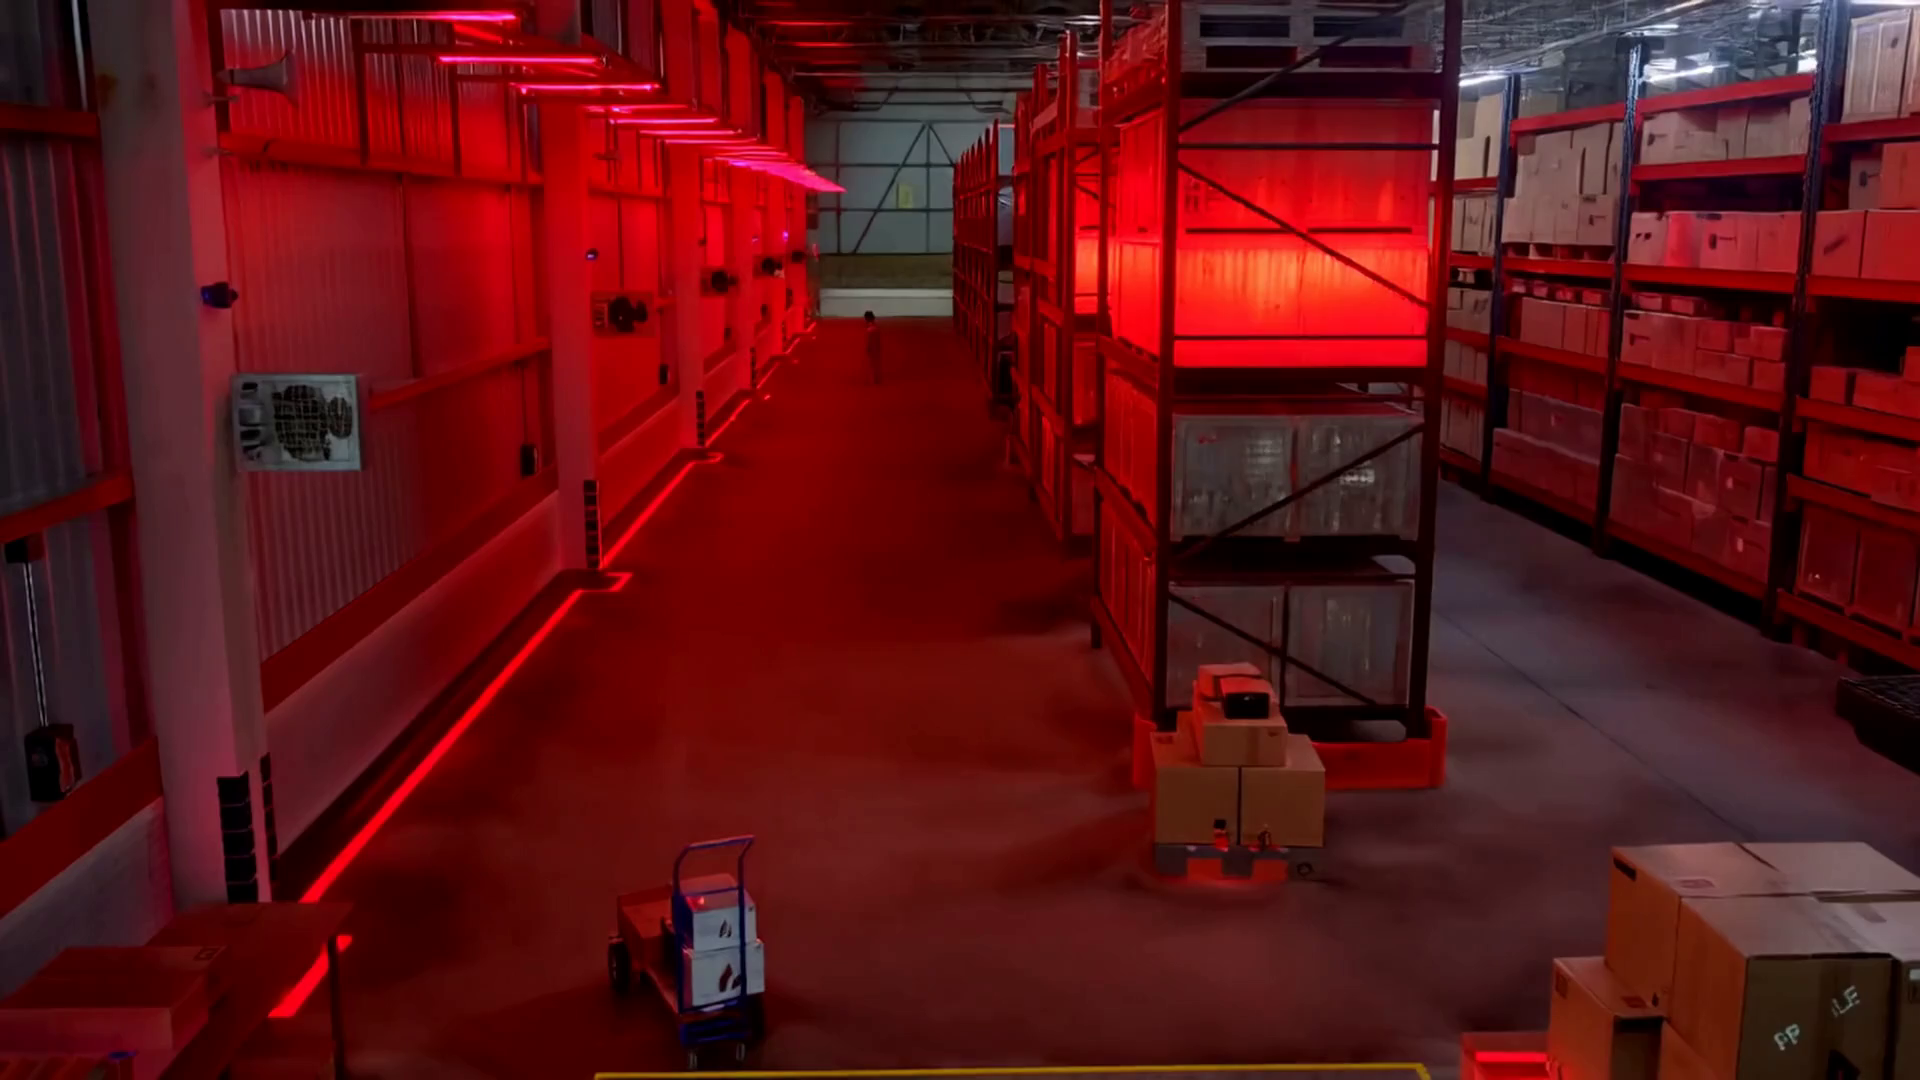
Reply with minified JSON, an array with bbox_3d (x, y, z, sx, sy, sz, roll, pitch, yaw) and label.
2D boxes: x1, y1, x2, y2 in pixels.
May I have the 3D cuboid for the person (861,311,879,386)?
[{"bbox_3d":[-2.228,-4.746,41.249,0.430,1.845,0.622,0,11,0],"label":"person"}]
